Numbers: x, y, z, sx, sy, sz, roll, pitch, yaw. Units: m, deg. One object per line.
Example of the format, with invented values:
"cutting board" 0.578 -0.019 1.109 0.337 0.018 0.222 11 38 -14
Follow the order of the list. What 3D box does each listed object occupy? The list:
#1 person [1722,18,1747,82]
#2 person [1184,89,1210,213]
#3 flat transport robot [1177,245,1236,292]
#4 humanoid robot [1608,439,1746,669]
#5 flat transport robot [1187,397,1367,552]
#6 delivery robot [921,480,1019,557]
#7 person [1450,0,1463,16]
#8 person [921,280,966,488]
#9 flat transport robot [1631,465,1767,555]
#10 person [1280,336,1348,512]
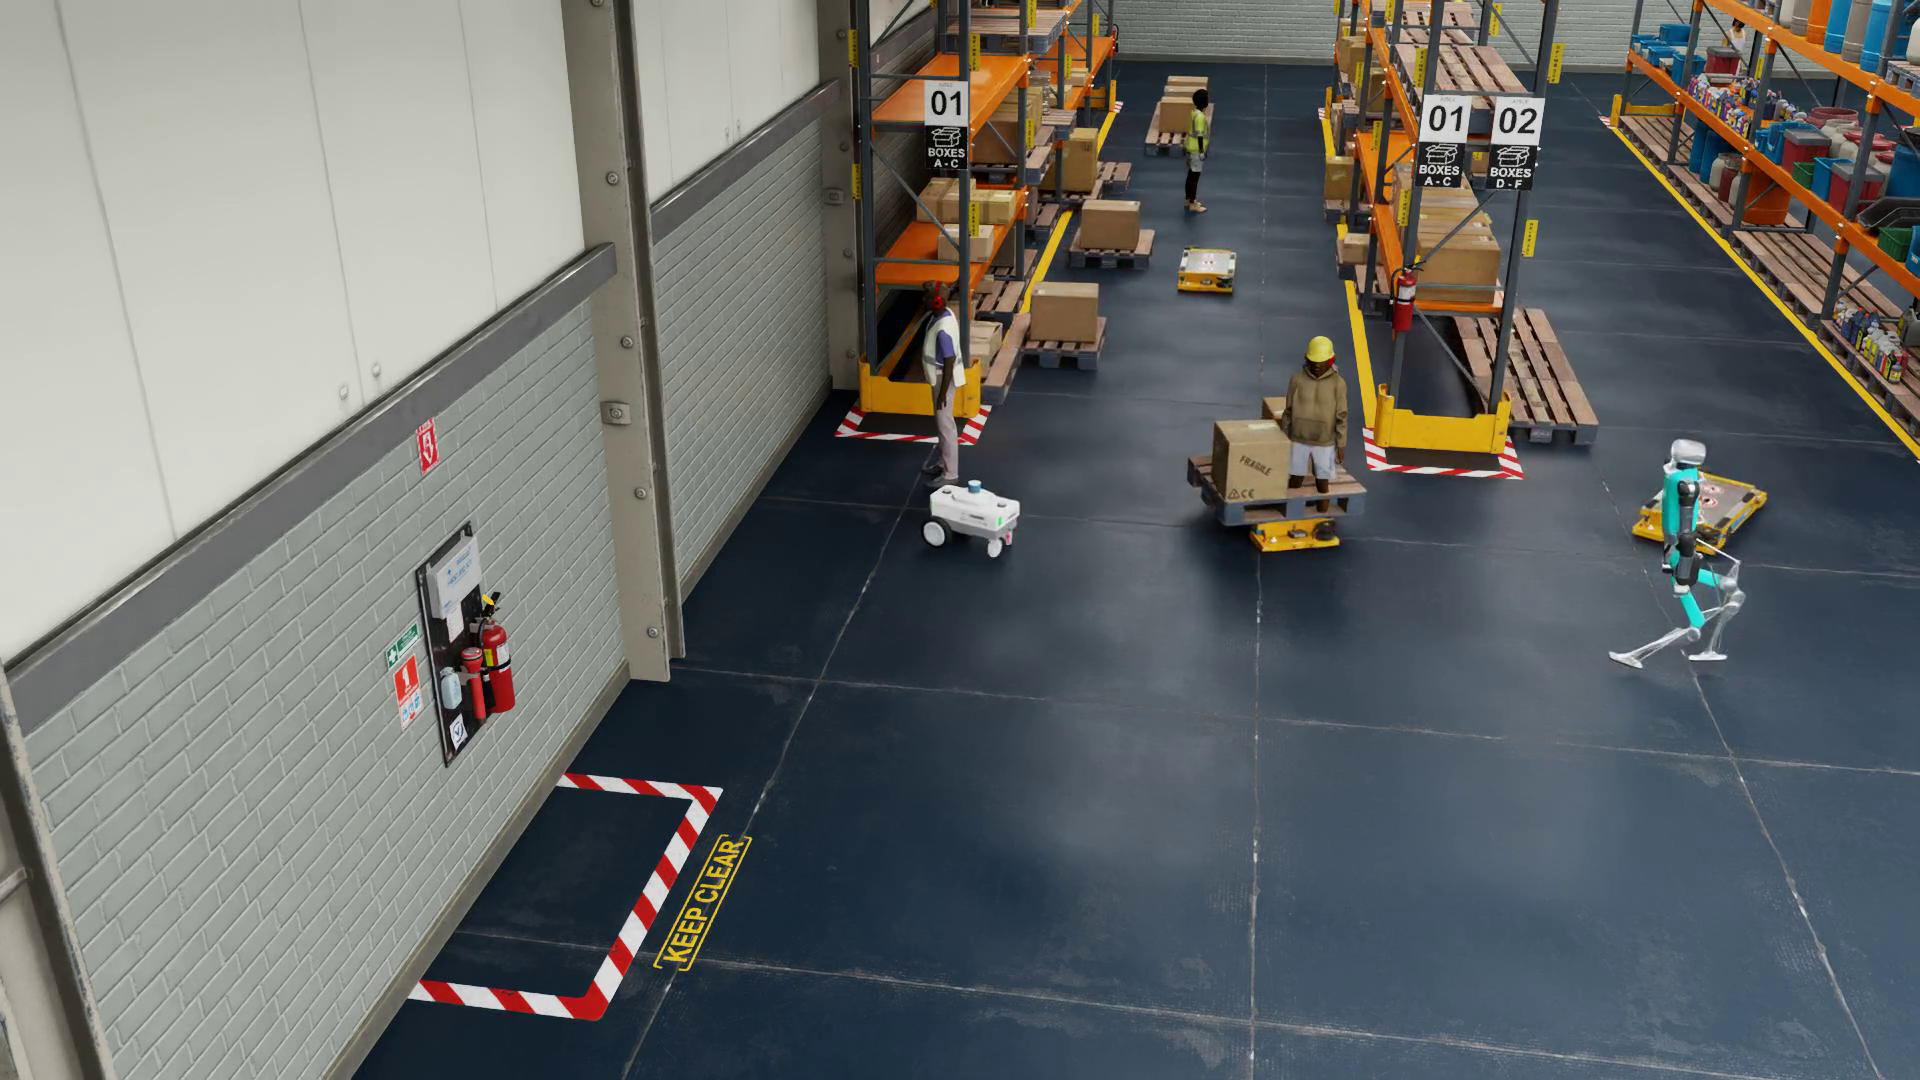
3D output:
"person" 13.639 -8.368 29.384 0.531 1.861 0.386 -7 26 -15
"person" 3.343 -5.484 23.405 0.319 1.697 0.532 -2 25 -4
"flat transport robot" 3.053 -3.335 20.496 0.659 0.231 1.431 4 25 9
"humanoid robot" 5.056 0.168 11.302 1.020 1.748 0.540 4 25 9
"flat transport robot" 2.613 -0.287 13.973 0.659 0.231 1.431 -4 25 -9
"delivery robot" 0.091 -0.194 13.455 0.782 0.611 0.520 15 29 29
"person" 9.388 -9.399 31.700 0.531 1.772 0.298 14 29 28
"person" -0.144 -1.349 14.390 0.387 1.838 0.563 -2 25 -4
"flat transport robot" 6.205 -0.260 13.913 0.659 0.231 1.431 19 31 35
"person" 2.827 -0.802 13.317 0.541 1.757 0.414 10 27 21
